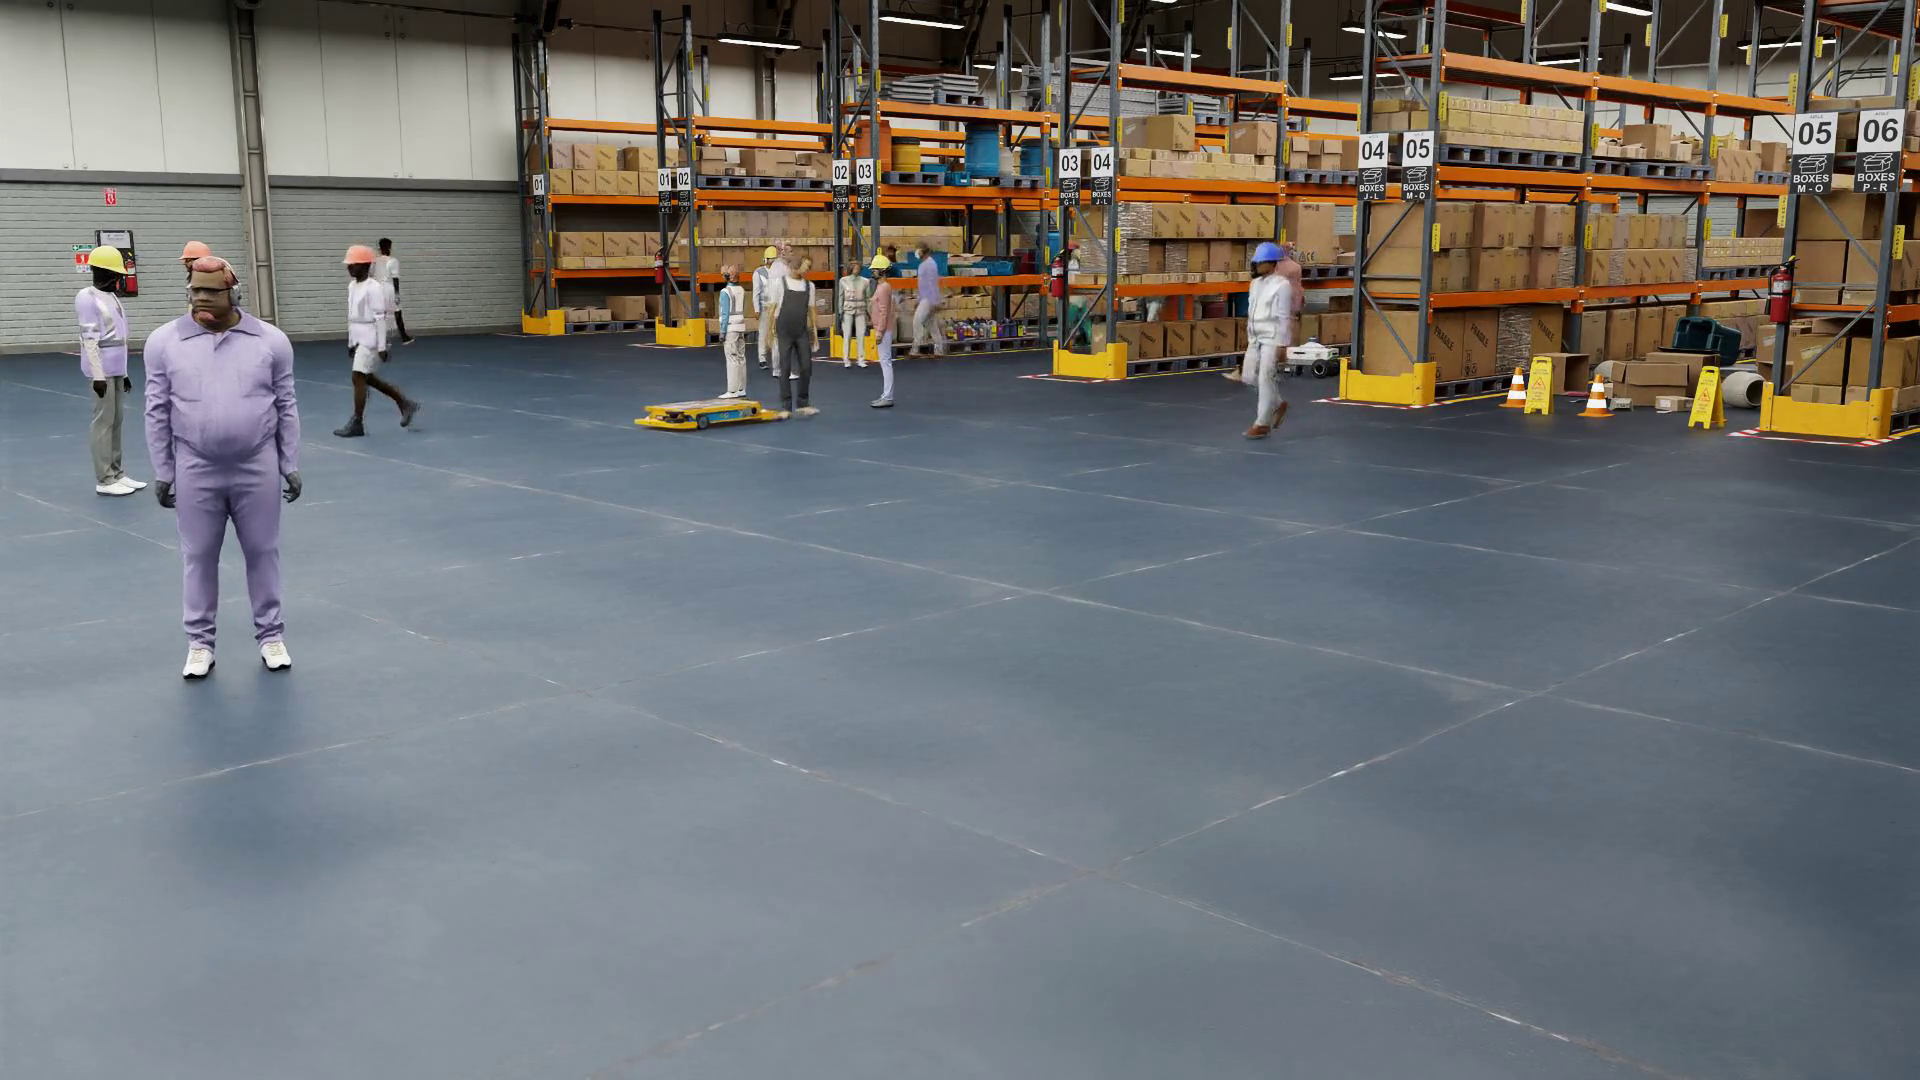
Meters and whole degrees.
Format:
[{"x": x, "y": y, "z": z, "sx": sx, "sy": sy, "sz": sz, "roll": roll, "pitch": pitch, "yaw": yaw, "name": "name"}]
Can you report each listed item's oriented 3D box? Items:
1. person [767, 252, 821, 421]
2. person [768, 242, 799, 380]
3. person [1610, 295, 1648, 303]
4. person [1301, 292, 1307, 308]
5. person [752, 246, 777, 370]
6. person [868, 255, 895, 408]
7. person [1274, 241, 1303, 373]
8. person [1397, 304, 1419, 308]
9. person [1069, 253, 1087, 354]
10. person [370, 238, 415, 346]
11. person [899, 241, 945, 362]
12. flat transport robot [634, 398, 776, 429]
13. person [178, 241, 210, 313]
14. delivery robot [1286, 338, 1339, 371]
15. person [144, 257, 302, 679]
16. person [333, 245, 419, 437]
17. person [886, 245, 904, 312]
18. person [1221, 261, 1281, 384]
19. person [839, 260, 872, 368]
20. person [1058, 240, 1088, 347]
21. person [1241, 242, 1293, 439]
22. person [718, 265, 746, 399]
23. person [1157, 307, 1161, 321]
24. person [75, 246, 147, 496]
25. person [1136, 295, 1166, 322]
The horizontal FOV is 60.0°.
[{"x": -1.819, "y": -2.230, "z": 18.229, "sx": 0.646, "sy": 1.811, "sz": 0.367, "roll": -5, "pitch": 12, "yaw": -26, "name": "person"}, {"x": -2.467, "y": -3.219, "z": 23.345, "sx": 0.399, "sy": 1.909, "sz": 0.642, "roll": -3, "pitch": 11, "yaw": -16, "name": "person"}, {"x": 11.283, "y": -4.096, "z": 28.135, "sx": 0.639, "sy": 1.917, "sz": 0.814, "roll": 8, "pitch": 13, "yaw": 36, "name": "person"}, {"x": 9.115, "y": -7.340, "z": 45.711, "sx": 0.842, "sy": 1.956, "sz": 0.591, "roll": -3, "pitch": 11, "yaw": -15, "name": "person"}, {"x": -2.831, "y": -3.497, "z": 25.065, "sx": 0.597, "sy": 1.831, "sz": 0.403, "roll": -7, "pitch": 13, "yaw": -35, "name": "person"}, {"x": -0.918, "y": -2.445, "z": 19.511, "sx": 0.308, "sy": 1.769, "sz": 0.525, "roll": 0, "pitch": 10, "yaw": -1, "name": "person"}, {"x": 4.774, "y": -3.413, "z": 24.402, "sx": 0.399, "sy": 1.909, "sz": 0.642, "roll": -8, "pitch": 13, "yaw": -38, "name": "person"}, {"x": 6.688, "y": -3.422, "z": 24.431, "sx": 0.591, "sy": 1.916, "sz": 0.392, "roll": 9, "pitch": 14, "yaw": 40, "name": "person"}, {"x": 2.099, "y": -3.979, "z": 27.983, "sx": 0.897, "sy": 1.719, "sz": 0.526, "roll": -3, "pitch": 11, "yaw": -14, "name": "person"}, {"x": -10.361, "y": -4.503, "z": 30.255, "sx": 0.634, "sy": 1.932, "sz": 0.811, "roll": 3, "pitch": 11, "yaw": 18, "name": "person"}, {"x": -0.634, "y": -3.766, "z": 26.334, "sx": 0.899, "sy": 1.899, "sz": 0.669, "roll": -2, "pitch": 11, "yaw": -10, "name": "person"}, {"x": -2.713, "y": -1.359, "z": 17.784, "sx": 0.652, "sy": 0.197, "sz": 1.431, "roll": 9, "pitch": 14, "yaw": 40, "name": "flat transport robot"}, {"x": -7.689, "y": -2.055, "z": 16.917, "sx": 0.361, "sy": 1.938, "sz": 0.545, "roll": -6, "pitch": 12, "yaw": -29, "name": "person"}, {"x": 5.036, "y": -2.647, "z": 23.777, "sx": 0.707, "sy": 0.478, "sz": 0.477, "roll": 8, "pitch": 13, "yaw": 36, "name": "delivery robot"}, {"x": -3.345, "y": -0.329, "z": 7.596, "sx": 0.644, "sy": 1.904, "sz": 0.399, "roll": -5, "pitch": 11, "yaw": -24, "name": "person"}, {"x": -5.958, "y": -2.031, "z": 16.864, "sx": 0.875, "sy": 1.914, "sz": 0.550, "roll": -9, "pitch": 14, "yaw": -40, "name": "person"}, {"x": -1.222, "y": -4.577, "z": 31.015, "sx": 0.529, "sy": 1.814, "sz": 1.003, "roll": 4, "pitch": 11, "yaw": 23, "name": "person"}, {"x": 3.963, "y": -2.929, "z": 22.443, "sx": 0.858, "sy": 1.657, "sz": 0.542, "roll": 2, "pitch": 11, "yaw": 9, "name": "person"}, {"x": -1.587, "y": -3.434, "z": 25.269, "sx": 0.532, "sy": 1.630, "sz": 0.349, "roll": -4, "pitch": 11, "yaw": -21, "name": "person"}, {"x": 1.927, "y": -4.238, "z": 28.842, "sx": 0.563, "sy": 1.926, "sz": 0.549, "roll": -8, "pitch": 13, "yaw": -37, "name": "person"}, {"x": 3.075, "y": -1.983, "z": 16.528, "sx": 0.550, "sy": 1.933, "sz": 0.628, "roll": -5, "pitch": 12, "yaw": -26, "name": "person"}, {"x": -2.800, "y": -2.559, "z": 20.477, "sx": 0.307, "sy": 1.641, "sz": 0.514, "roll": 4, "pitch": 11, "yaw": 19, "name": "person"}, {"x": 4.327, "y": -5.725, "z": 36.929, "sx": 0.552, "sy": 1.935, "sz": 0.365, "roll": 6, "pitch": 12, "yaw": 31, "name": "person"}, {"x": -6.618, "y": -1.318, "z": 12.953, "sx": 0.380, "sy": 1.917, "sz": 0.586, "roll": -2, "pitch": 11, "yaw": -9, "name": "person"}, {"x": 3.404, "y": -4.191, "z": 29.513, "sx": 0.873, "sy": 1.586, "sz": 0.497, "roll": -7, "pitch": 13, "yaw": -35, "name": "person"}]
